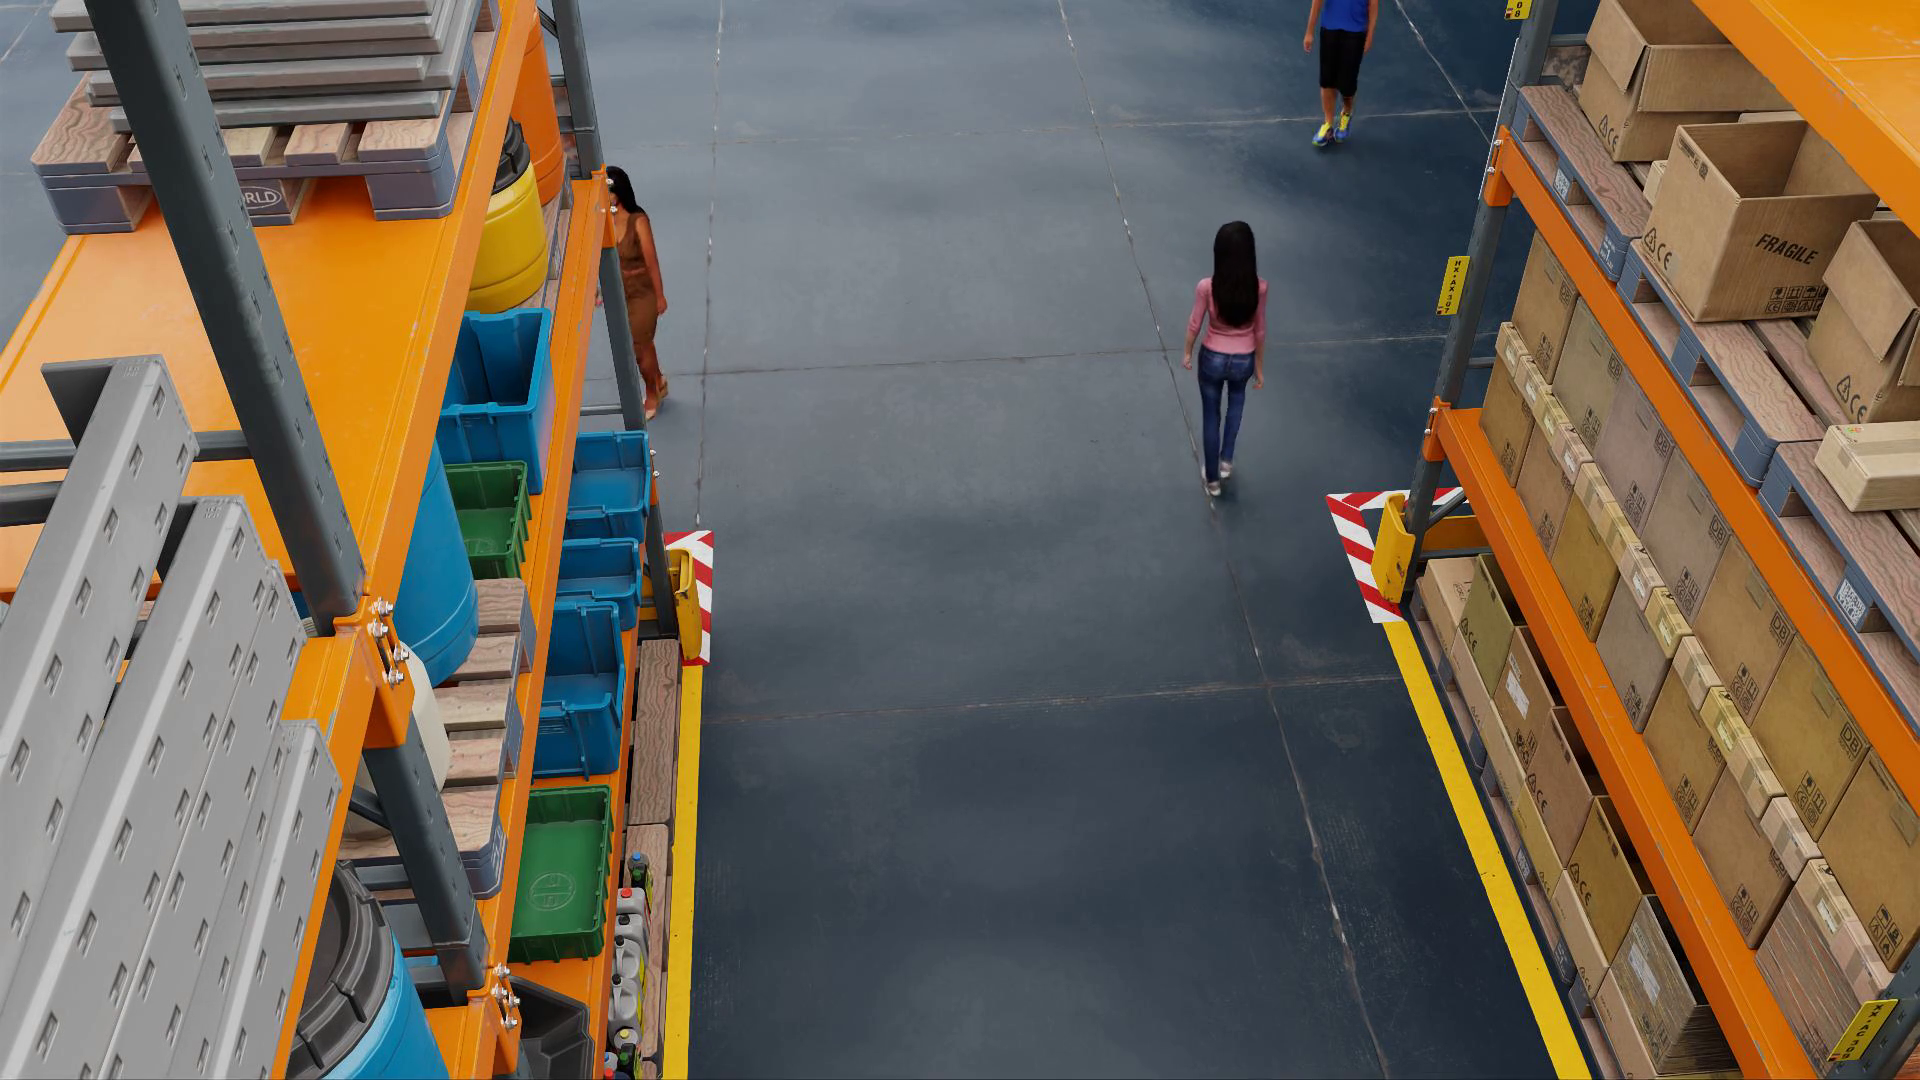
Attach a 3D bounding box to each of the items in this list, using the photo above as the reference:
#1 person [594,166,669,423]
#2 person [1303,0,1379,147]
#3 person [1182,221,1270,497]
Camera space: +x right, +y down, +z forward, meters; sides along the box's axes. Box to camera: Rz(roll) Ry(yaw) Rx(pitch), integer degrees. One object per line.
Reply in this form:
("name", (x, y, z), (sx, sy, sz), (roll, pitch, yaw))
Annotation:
("person", (-1.894, -1.508, 9.940), (0.721, 1.675, 0.763), (22, 46, 22))
("person", (2.885, -3.833, 12.371), (0.782, 1.849, 0.840), (21, 46, 22))
("person", (1.488, -0.943, 9.272), (0.624, 1.736, 0.620), (0, 42, 0))
